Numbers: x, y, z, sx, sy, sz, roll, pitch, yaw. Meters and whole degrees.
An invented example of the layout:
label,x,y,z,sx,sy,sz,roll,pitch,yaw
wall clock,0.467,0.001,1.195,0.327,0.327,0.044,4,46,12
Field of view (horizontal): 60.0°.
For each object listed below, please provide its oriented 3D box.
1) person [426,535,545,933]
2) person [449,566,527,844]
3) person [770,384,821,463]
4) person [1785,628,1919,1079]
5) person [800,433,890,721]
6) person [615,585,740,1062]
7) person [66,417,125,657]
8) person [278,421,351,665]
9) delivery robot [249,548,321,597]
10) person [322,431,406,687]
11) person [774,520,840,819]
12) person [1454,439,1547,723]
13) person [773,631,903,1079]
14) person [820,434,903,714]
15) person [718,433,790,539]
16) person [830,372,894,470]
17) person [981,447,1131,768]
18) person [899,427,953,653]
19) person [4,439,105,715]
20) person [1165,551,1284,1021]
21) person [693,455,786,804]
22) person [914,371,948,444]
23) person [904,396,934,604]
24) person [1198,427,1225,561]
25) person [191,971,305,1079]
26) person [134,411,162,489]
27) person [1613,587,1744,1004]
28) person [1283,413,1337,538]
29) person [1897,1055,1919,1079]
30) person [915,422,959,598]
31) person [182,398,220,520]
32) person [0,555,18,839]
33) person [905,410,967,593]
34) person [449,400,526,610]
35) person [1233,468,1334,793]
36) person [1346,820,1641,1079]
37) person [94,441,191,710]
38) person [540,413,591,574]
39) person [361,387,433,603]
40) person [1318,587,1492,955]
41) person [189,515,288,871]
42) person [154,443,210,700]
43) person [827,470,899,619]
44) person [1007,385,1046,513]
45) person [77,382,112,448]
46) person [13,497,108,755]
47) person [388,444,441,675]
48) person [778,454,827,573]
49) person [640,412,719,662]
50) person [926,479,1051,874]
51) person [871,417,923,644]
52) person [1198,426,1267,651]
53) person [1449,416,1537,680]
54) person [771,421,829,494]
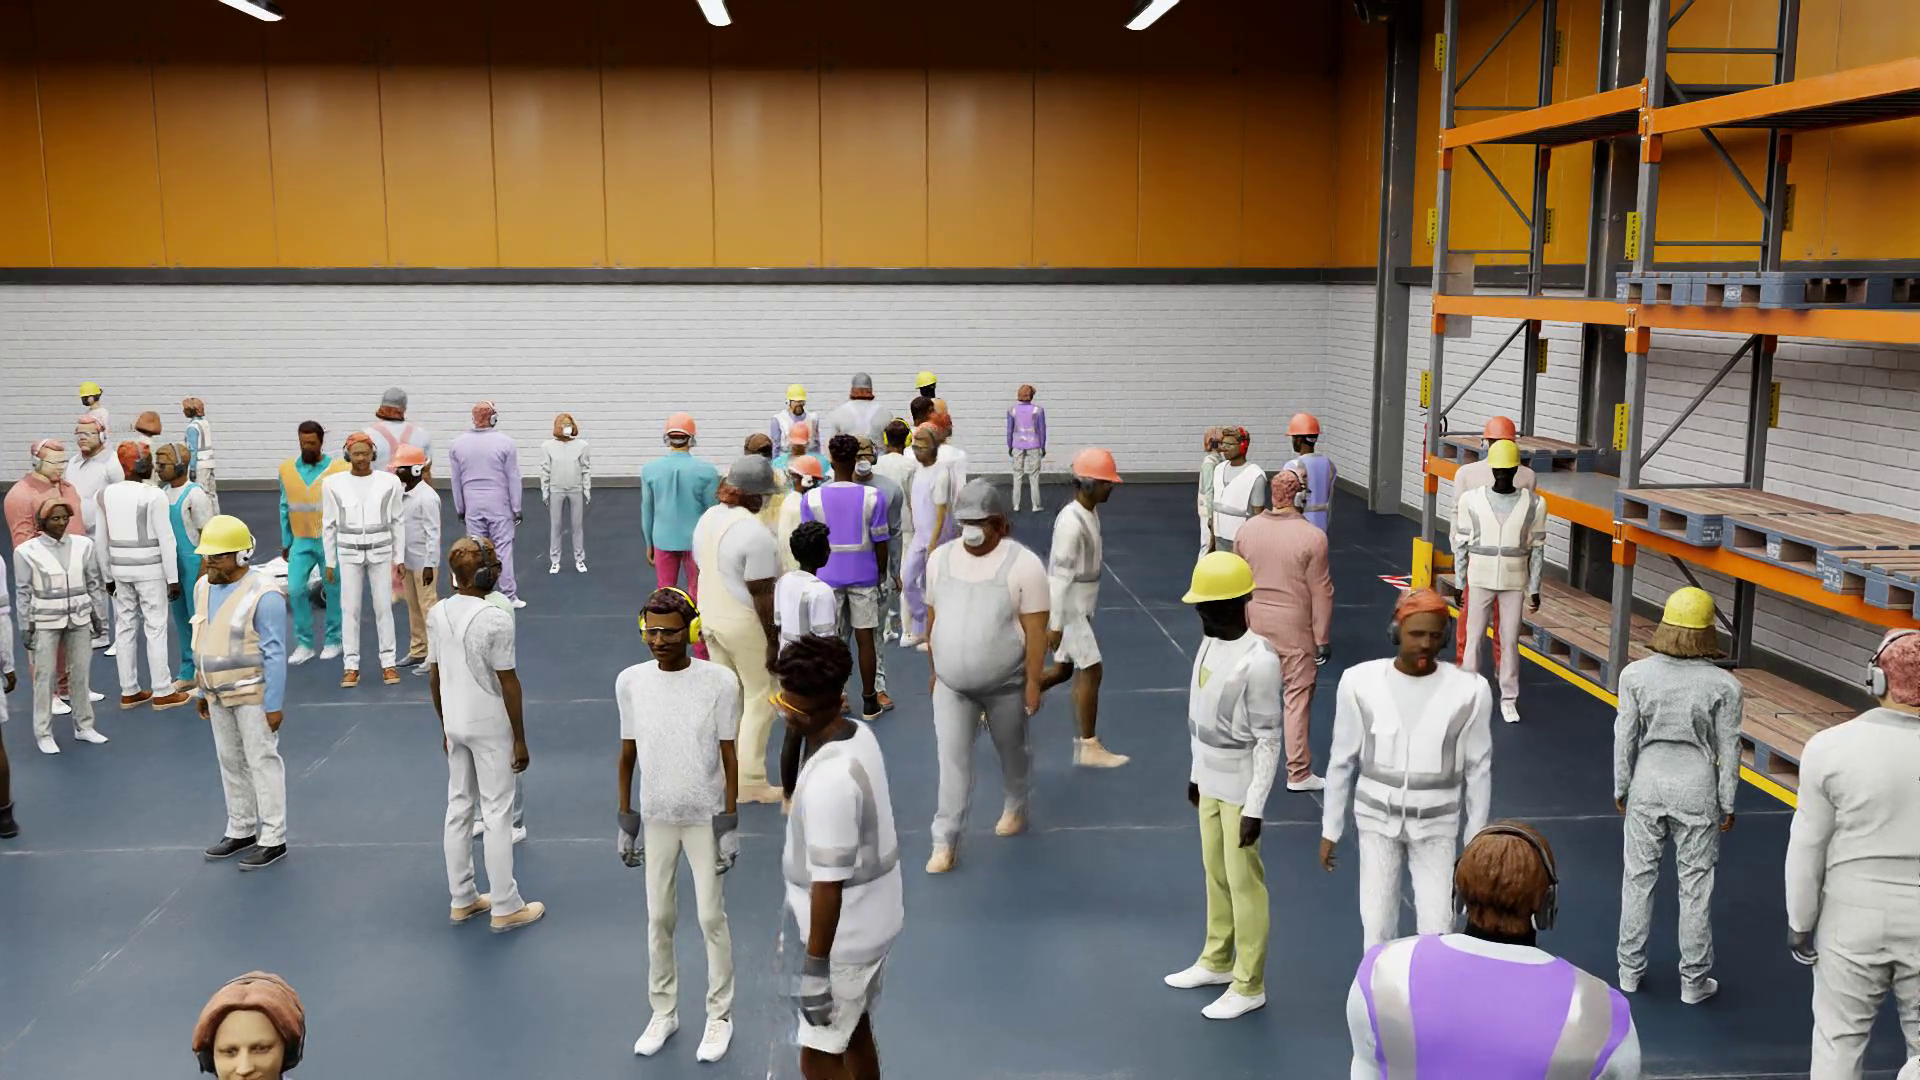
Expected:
label,x,y,z,sx,sy,sz,roll,pitch,yaw
person,-2.208,0.891,7.679,0.507,1.846,0.345,4,10,26
person,-2.535,0.818,8.832,0.503,1.626,0.276,6,11,35
person,-1.842,-0.850,18.715,0.608,1.820,0.413,-6,11,-32
person,3.029,1.228,5.413,0.648,1.900,0.401,3,10,19
person,-0.776,0.259,11.267,0.603,1.966,0.367,-1,9,-3
person,-1.087,1.087,6.416,0.495,1.862,0.332,1,9,6
person,-6.876,-0.029,13.247,0.655,1.911,0.407,4,10,23
person,-5.026,0.026,12.931,0.637,1.892,0.723,0,9,1
delivery robot,-6.060,0.314,15.044,0.477,0.478,0.707,9,13,43
person,-4.386,0.142,12.264,0.579,1.881,0.352,-3,10,-19
person,-0.823,0.733,9.128,0.316,1.695,0.540,-6,11,-34
person,3.646,0.278,11.269,0.585,1.927,0.366,3,9,16
person,-0.337,1.222,5.322,0.438,1.946,0.792,1,9,7
person,-0.685,0.231,11.529,0.630,1.940,0.372,-3,10,-20
person,-1.520,0.105,12.625,0.627,1.843,0.429,-8,12,-40
person,-1.019,-0.786,17.594,0.708,2.000,0.555,-1,9,-7
person,0.584,0.410,10.247,0.879,2.002,0.625,2,9,10
person,-0.284,0.010,13.248,0.507,1.825,0.522,-5,10,-29
person,-6.280,0.245,11.566,0.408,1.901,0.642,1,9,5
person,1.088,0.993,6.803,0.382,1.920,0.585,-3,9,-16
person,-1.229,0.483,9.626,0.545,2.000,0.726,-8,12,-42
person,-0.347,-0.993,19.282,0.381,1.917,0.586,3,10,20
person,-0.386,-0.370,15.371,0.386,1.916,0.595,0,9,-3
person,2.333,-0.222,15.293,0.306,1.644,0.523,3,9,16
person,-1.414,1.671,3.411,0.514,1.645,0.309,-3,9,-17
person,-8.396,-0.530,17.283,0.366,1.613,0.521,-6,11,-32
person,2.993,1.056,6.959,0.493,1.743,0.301,6,11,32
person,2.753,-0.053,13.342,0.541,1.929,0.382,-6,11,-34
person,1.867,1.620,3.099,0.345,1.847,0.506,-2,9,-13
person,-0.279,-0.165,14.592,0.564,1.751,0.342,3,9,16
person,-8.715,-0.818,19.089,0.316,1.633,0.516,-1,9,-7
person,-5.341,0.665,8.846,0.548,1.929,0.388,-5,10,-30
person,-0.229,-0.207,14.563,0.600,1.857,0.844,2,9,12
person,-4.237,-0.304,14.984,0.639,1.910,0.407,1,9,6
person,1.920,0.525,9.782,0.641,1.908,0.407,9,12,43
person,1.176,1.527,3.738,0.619,1.836,0.431,4,10,25
person,-5.705,0.249,11.584,0.584,1.881,0.339,2,9,12
person,-4.000,-0.474,16.903,0.501,1.636,0.278,-3,9,-16
person,-5.255,-0.426,15.336,0.711,2.000,0.659,-7,11,-37
person,1.680,1.100,6.312,0.619,1.872,0.394,3,10,21
person,-3.685,0.771,8.506,0.597,1.828,0.403,5,10,29
person,-5.533,0.221,11.884,0.517,1.843,0.325,6,11,35
person,-0.874,-0.067,14.448,0.526,1.597,0.836,-7,12,-39
person,0.850,-1.162,21.214,0.512,1.639,0.311,3,9,15
person,-10.349,-1.017,19.940,0.523,1.760,0.335,7,11,36
person,-5.714,0.538,10.560,0.314,1.632,0.517,6,11,35
person,-4.152,0.140,12.674,0.328,1.752,0.563,-8,12,-43
person,-1.157,0.236,12.163,0.419,1.722,0.571,-3,9,-17
person,-2.131,0.019,12.728,0.610,1.987,0.404,0,9,2
person,0.129,0.632,8.689,0.694,2.000,1.005,3,10,19
person,-0.496,-0.065,13.596,0.532,1.873,0.321,6,11,32
person,2.185,0.019,13.145,0.389,1.846,0.567,-6,11,-31
person,3.931,0.080,12.294,0.612,1.997,0.376,1,9,5
person,-1.449,-0.217,14.987,0.574,1.727,0.458,2,9,12
